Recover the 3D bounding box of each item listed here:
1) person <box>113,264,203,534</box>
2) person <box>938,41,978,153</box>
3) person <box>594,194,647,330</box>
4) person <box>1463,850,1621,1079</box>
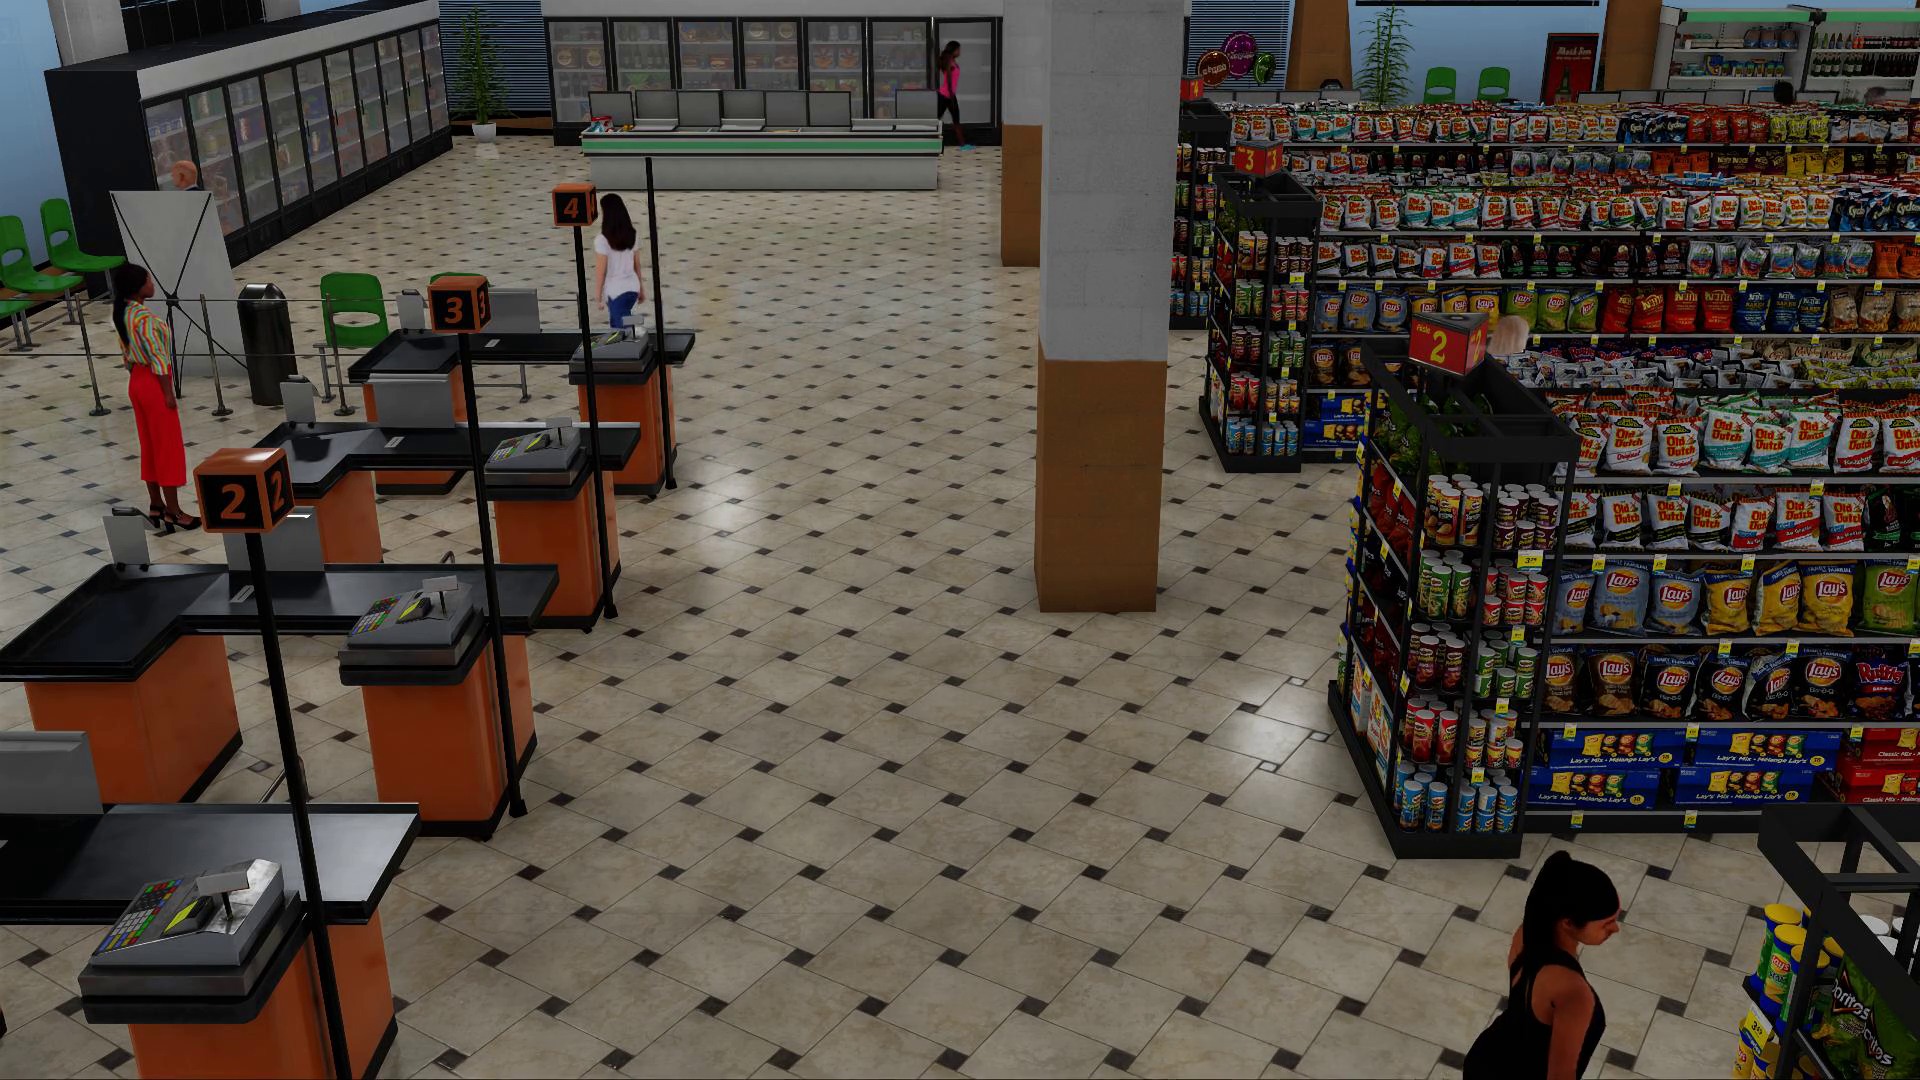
[{"bbox_3d":[-5.321,-0.934,10.961,0.659,1.792,0.744,16,27,34],"label":"person"},{"bbox_3d":[-0.279,-6.867,25.892,1.198,1.669,0.812,8,23,18],"label":"person"},{"bbox_3d":[-2.728,-1.960,13.720,1.217,1.639,1.037,14,26,31],"label":"person"},{"bbox_3d":[1.551,1.615,4.800,0.835,1.656,0.729,-6,23,-15],"label":"person"}]
